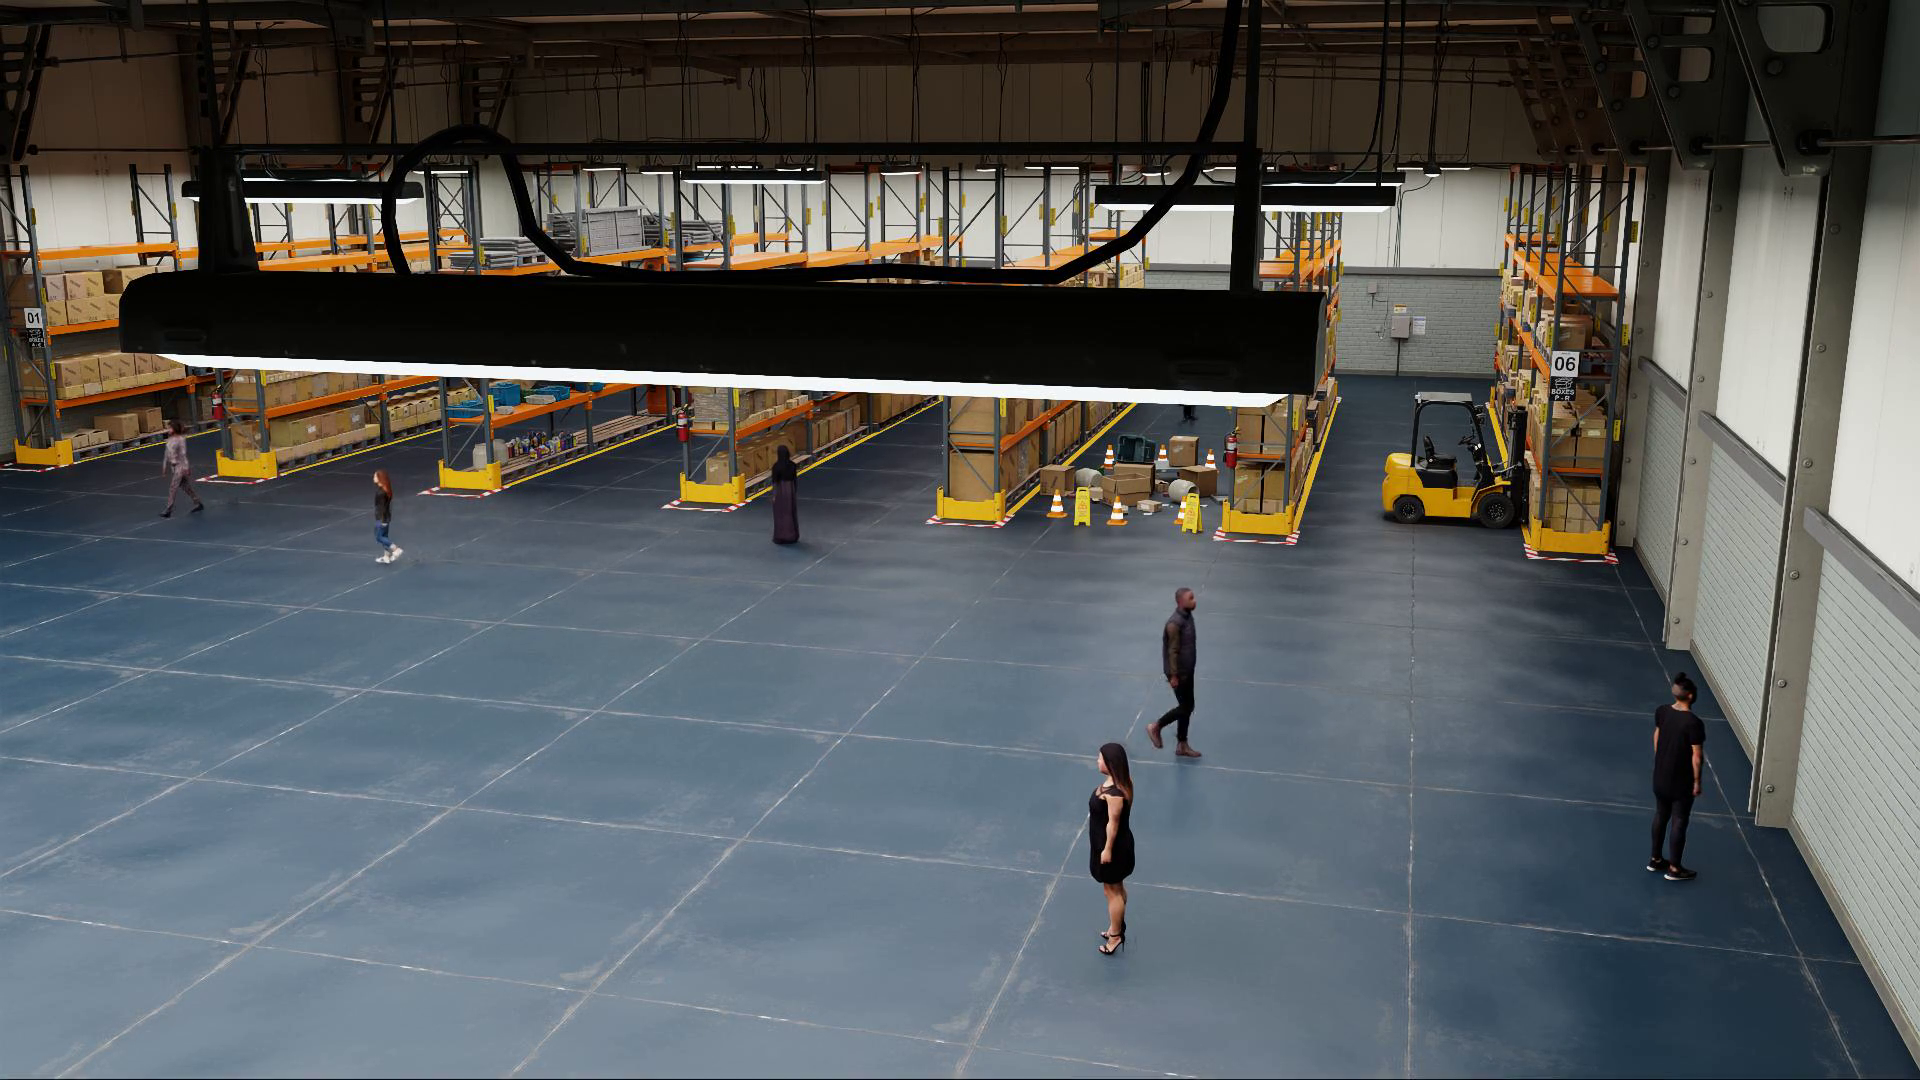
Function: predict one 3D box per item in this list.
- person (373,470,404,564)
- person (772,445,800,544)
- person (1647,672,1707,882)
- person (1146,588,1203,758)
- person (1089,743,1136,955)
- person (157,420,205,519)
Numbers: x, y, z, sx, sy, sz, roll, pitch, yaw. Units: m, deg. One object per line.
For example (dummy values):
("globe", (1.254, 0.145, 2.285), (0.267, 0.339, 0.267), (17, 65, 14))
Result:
("person", (-8.849, -0.356, 25.713), (0.746, 1.473, 0.700), (-2, 13, -7))
("person", (-2.865, -0.760, 27.144), (0.721, 1.614, 0.781), (-7, 15, -29))
("person", (6.257, 2.033, 14.534), (0.835, 1.862, 0.733), (-5, 14, -19))
("person", (2.242, 1.385, 17.412), (0.883, 1.826, 0.860), (7, 15, 28))
("person", (1.222, 2.426, 13.157), (0.713, 1.718, 0.534), (3, 13, 12))
("person", (-13.572, -1.227, 29.058), (0.807, 1.661, 1.210), (7, 15, 29))
